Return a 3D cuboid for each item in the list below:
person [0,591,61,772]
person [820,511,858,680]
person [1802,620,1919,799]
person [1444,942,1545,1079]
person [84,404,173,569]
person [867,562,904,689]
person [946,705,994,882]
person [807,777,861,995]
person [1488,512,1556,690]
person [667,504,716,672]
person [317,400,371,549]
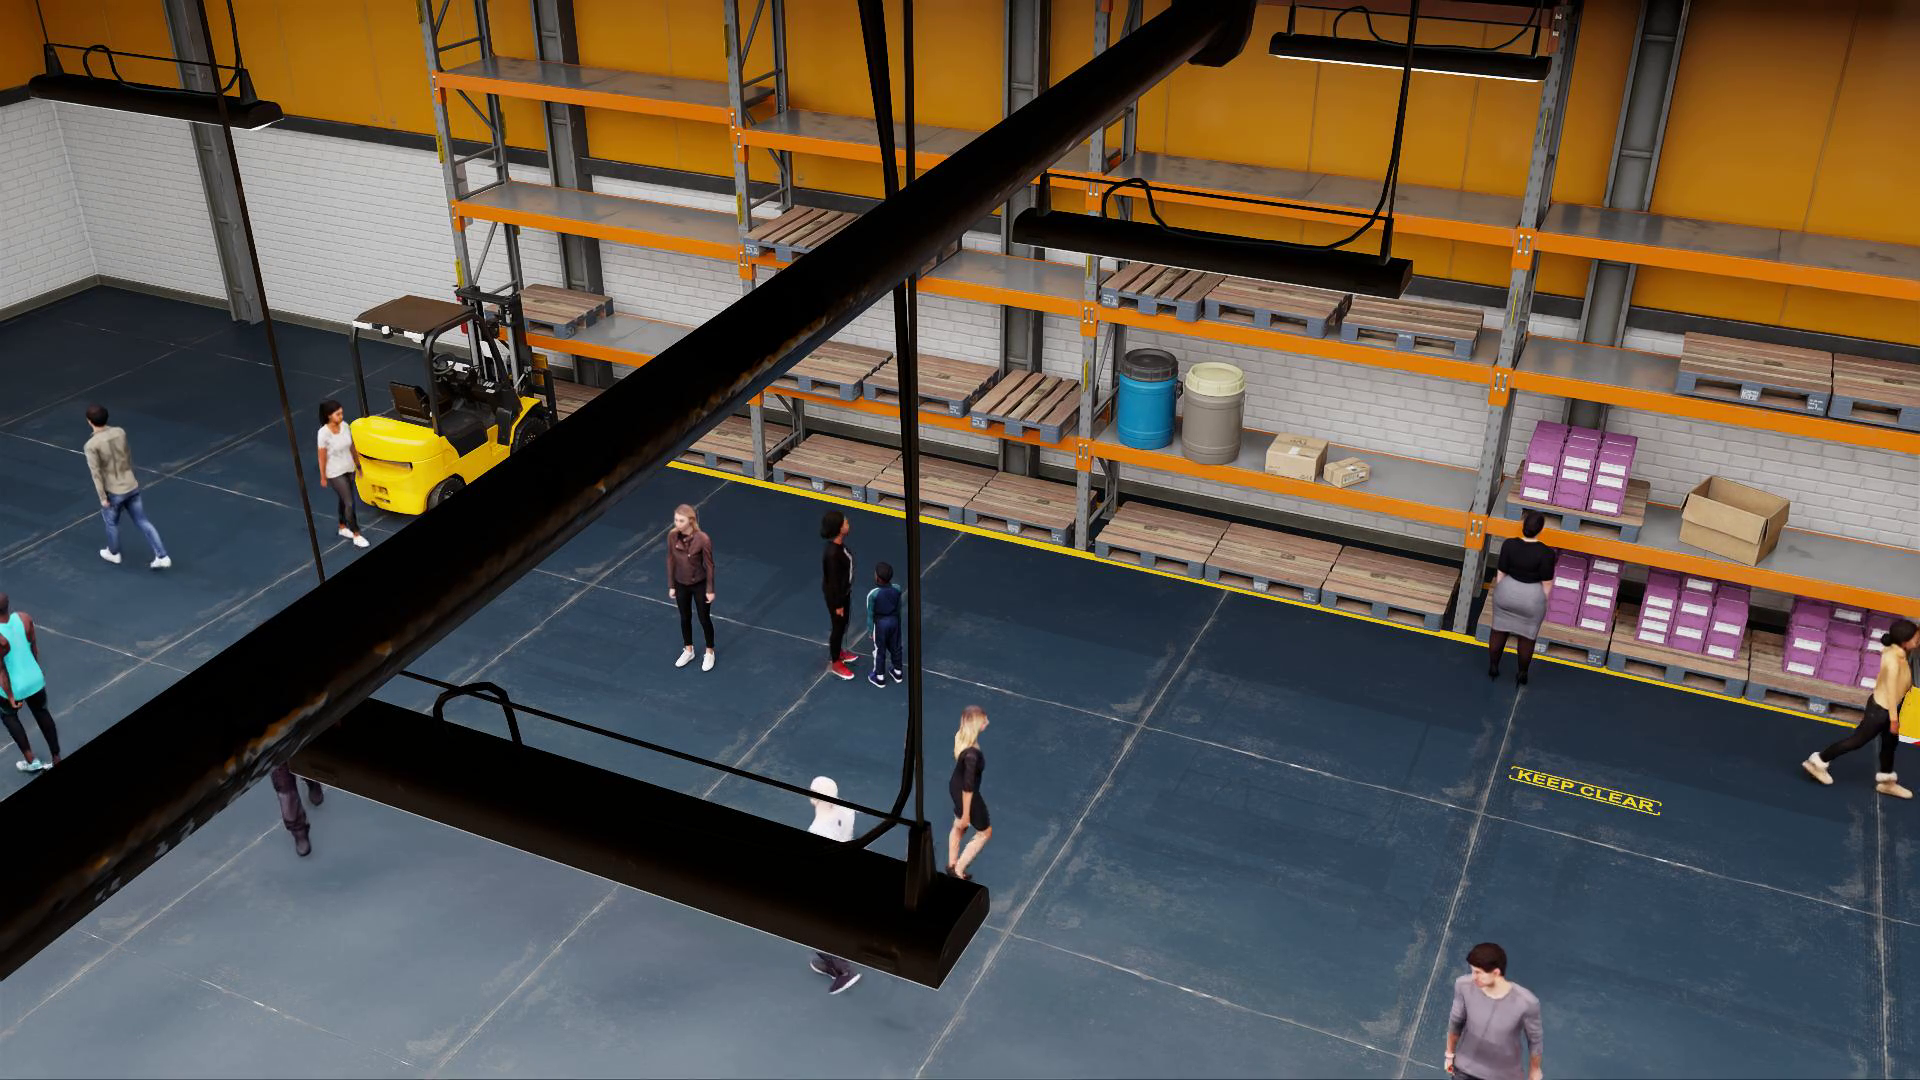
[{"bbox_3d":[-7.783,1.232,13.924,0.707,1.795,0.644,16,32,26],"label":"person"},{"bbox_3d":[-1.130,0.500,15.402,0.638,1.663,0.681,7,29,13],"label":"person"},{"bbox_3d":[7.552,1.394,13.796,1.114,1.632,0.683,17,33,29],"label":"person"},{"bbox_3d":[3.330,3.210,10.267,0.479,1.824,0.915,8,30,15],"label":"person"},{"bbox_3d":[-8.549,-0.498,17.053,1.134,1.834,0.698,13,31,22],"label":"person"},{"bbox_3d":[-0.686,0.768,15.337,0.571,1.255,0.610,-15,32,-25],"label":"person"},{"bbox_3d":[-0.037,1.983,12.686,0.738,1.662,0.688,-7,29,-13],"label":"person"},{"bbox_3d":[-0.872,2.455,11.650,0.769,1.825,0.726,15,32,26],"label":"person"},{"bbox_3d":[5.129,0.545,15.220,0.598,1.759,0.754,18,33,29],"label":"person"},{"bbox_3d":[-2.492,0.423,15.501,0.482,1.704,0.698,8,30,14],"label":"person"},{"bbox_3d":[-6.661,-0.734,17.709,0.779,1.621,0.580,13,31,23],"label":"person"}]
